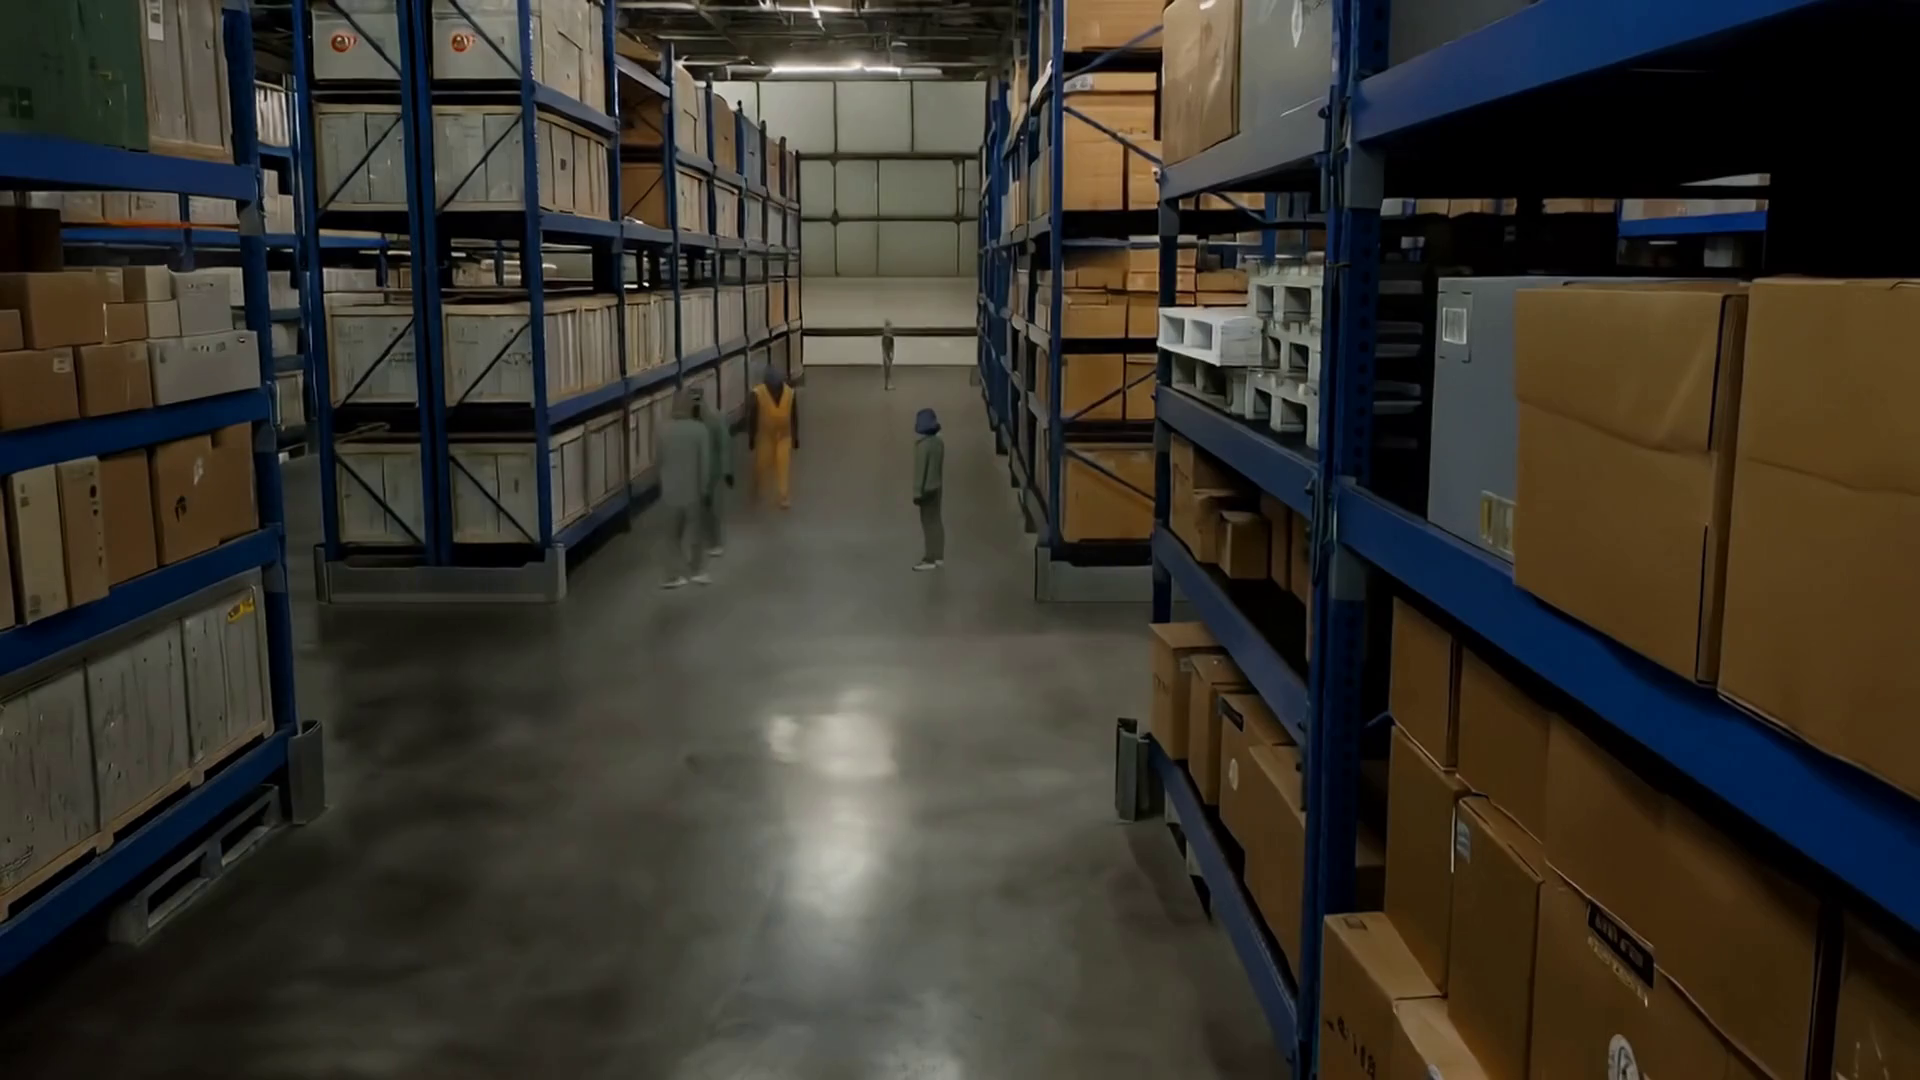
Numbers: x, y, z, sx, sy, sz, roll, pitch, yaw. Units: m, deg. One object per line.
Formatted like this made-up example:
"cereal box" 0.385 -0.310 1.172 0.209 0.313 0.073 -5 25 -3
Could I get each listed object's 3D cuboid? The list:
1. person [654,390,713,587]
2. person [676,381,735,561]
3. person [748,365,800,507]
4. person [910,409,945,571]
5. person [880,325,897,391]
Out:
"person" -2.613 -0.485 15.886 0.684 1.885 0.559 5 11 29
"person" -2.748 -0.702 17.231 0.666 1.867 0.868 6 11 32
"person" -2.414 -1.347 21.364 0.655 1.820 0.586 -4 10 -24
"person" -0.324 -0.500 16.736 0.283 1.633 0.497 4 10 25
"person" -1.794 -4.532 41.421 0.306 1.645 0.523 -7 12 -38
